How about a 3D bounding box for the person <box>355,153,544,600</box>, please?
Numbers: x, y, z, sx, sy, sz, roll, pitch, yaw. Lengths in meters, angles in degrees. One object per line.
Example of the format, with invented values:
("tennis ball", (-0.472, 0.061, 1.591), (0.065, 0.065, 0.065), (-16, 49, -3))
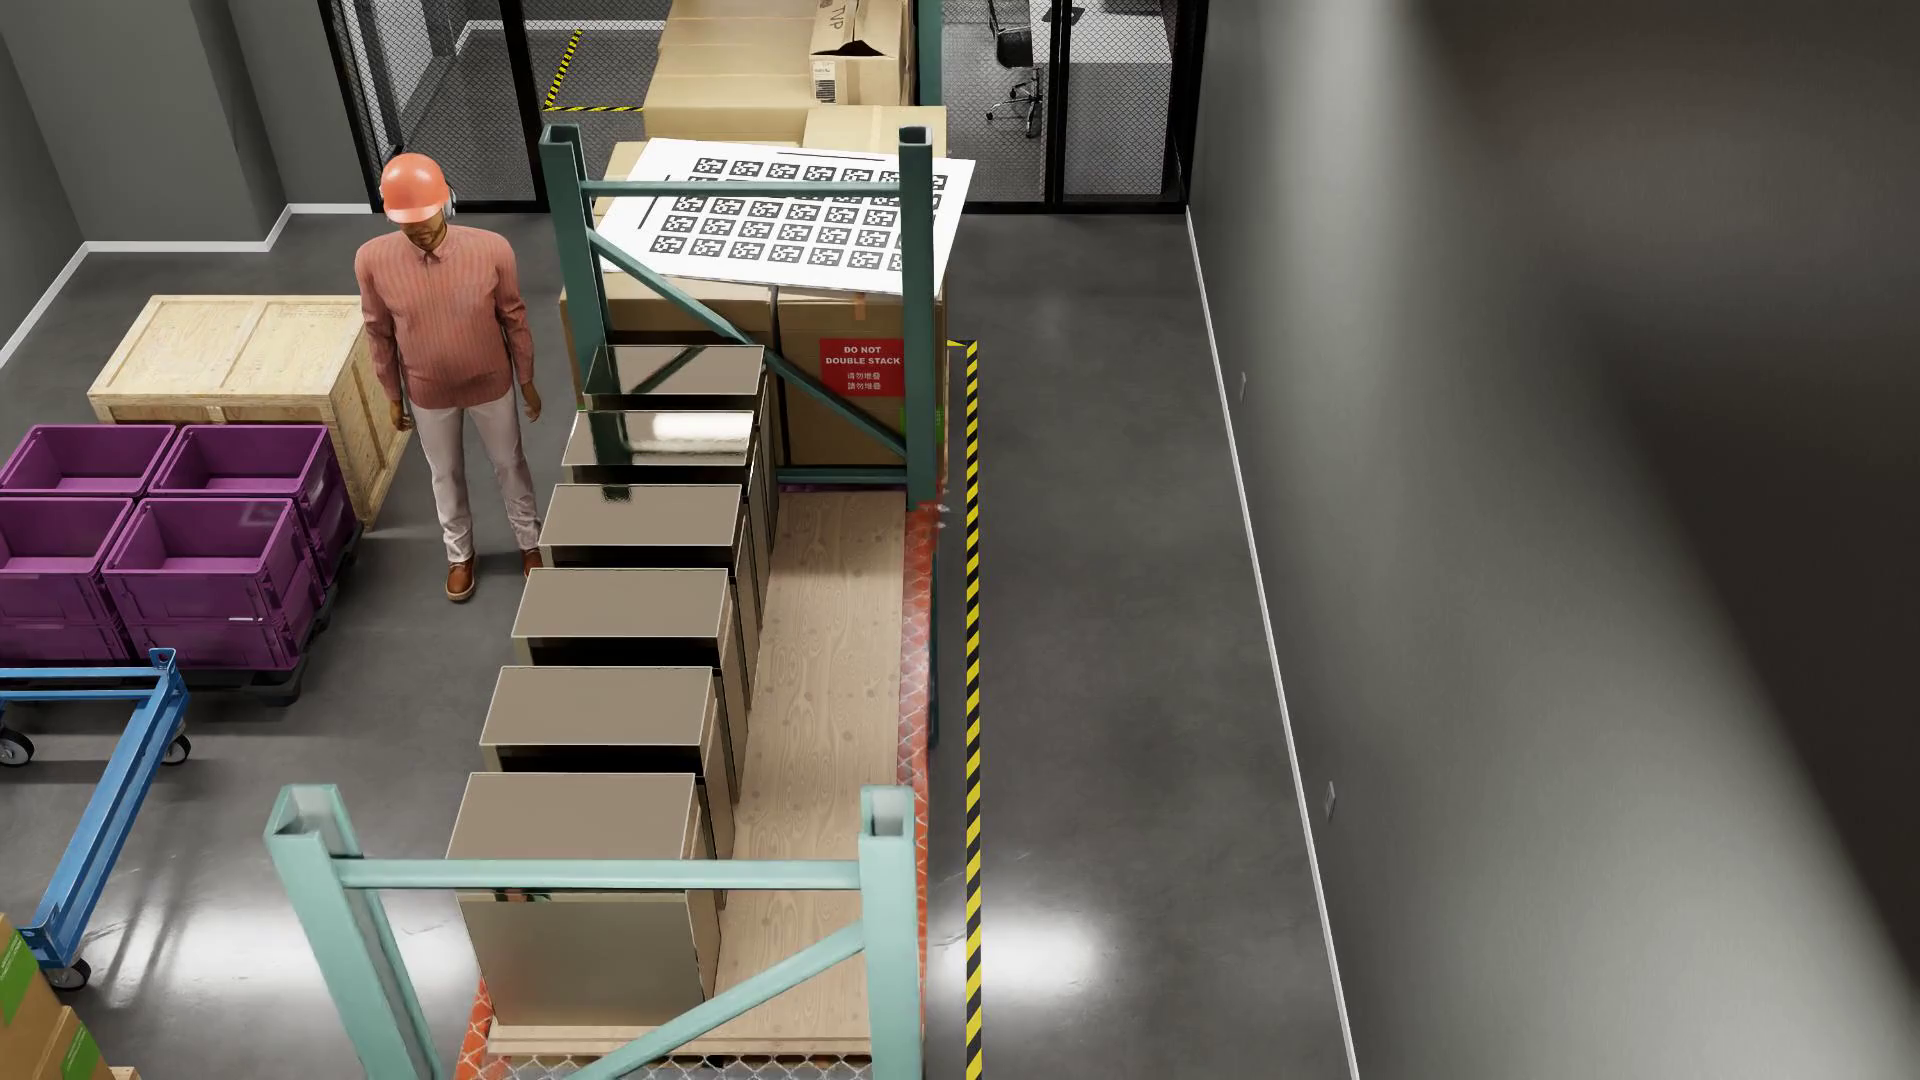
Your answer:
("person", (-1.968, -0.615, 6.546), (0.608, 1.996, 0.379), (-9, 42, -10))
